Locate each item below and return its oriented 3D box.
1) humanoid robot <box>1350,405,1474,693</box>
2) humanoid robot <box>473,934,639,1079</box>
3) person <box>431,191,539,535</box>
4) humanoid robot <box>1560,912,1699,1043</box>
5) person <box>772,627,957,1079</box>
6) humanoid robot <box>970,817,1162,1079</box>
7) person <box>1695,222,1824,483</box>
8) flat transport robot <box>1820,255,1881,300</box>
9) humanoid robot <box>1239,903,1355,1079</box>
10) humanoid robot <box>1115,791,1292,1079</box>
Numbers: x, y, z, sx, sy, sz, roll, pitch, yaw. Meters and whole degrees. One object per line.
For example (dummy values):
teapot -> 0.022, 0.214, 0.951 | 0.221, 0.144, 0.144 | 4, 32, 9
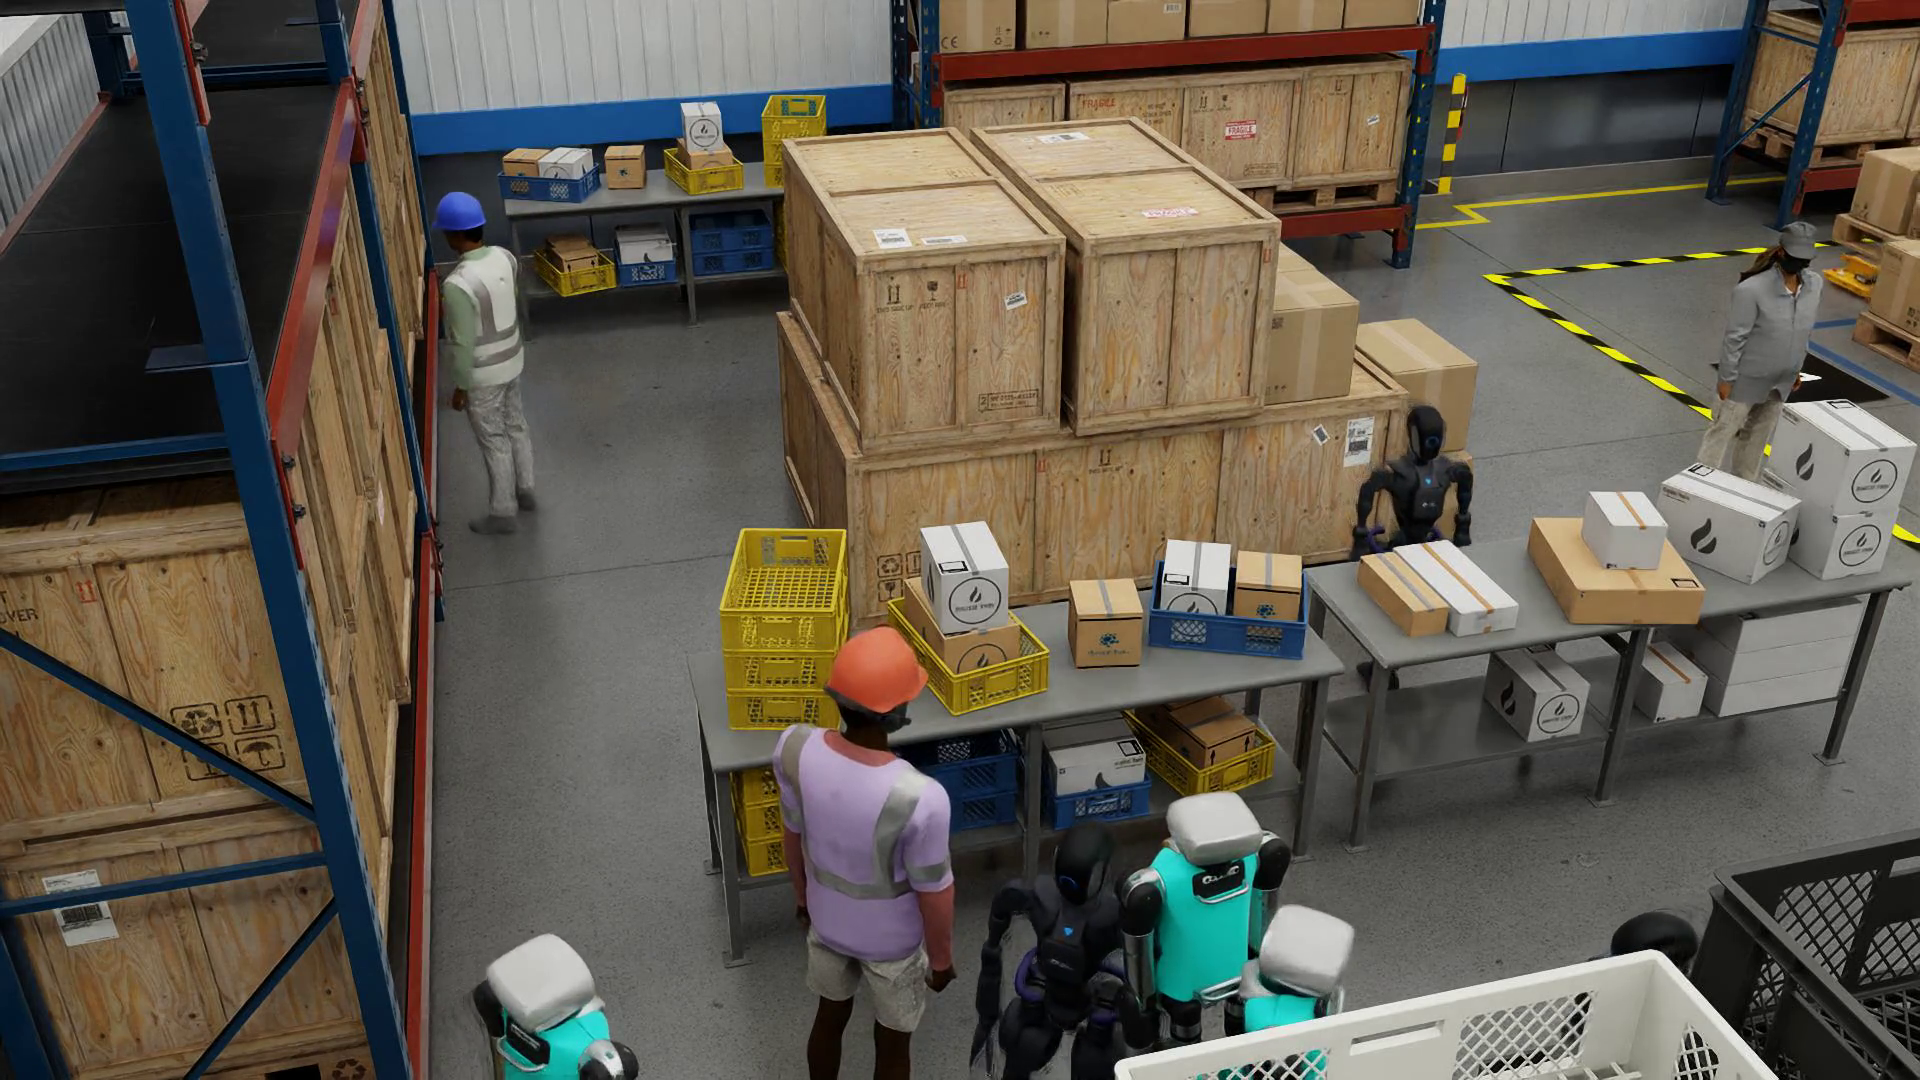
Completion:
humanoid robot -> 2.005, 0.140, 7.461 | 0.600, 1.632, 0.788 | -5, 29, -9
humanoid robot -> -1.118, 1.849, 4.247 | 0.538, 1.763, 0.922 | 22, 36, 34
person -> -2.590, -0.952, 9.108 | 0.401, 1.944, 0.610 | 6, 29, 10
humanoid robot -> 1.773, 1.715, 4.567 | 0.694, 1.635, 0.610 | -9, 30, -16
person -> -0.268, 1.161, 5.189 | 0.604, 2.037, 0.390 | 17, 33, 28
humanoid robot -> 0.325, 1.449, 5.031 | 0.635, 1.648, 0.424 | 11, 31, 18
person -> 4.434, -0.921, 9.233 | 0.572, 1.766, 0.396 | -9, 30, -16
flat transport robot -> 7.497, -2.073, 12.851 | 1.431, 0.197, 0.652 | -7, 30, -13
humanoid robot -> 1.065, 1.739, 4.401 | 0.749, 1.759, 0.537 | 8, 30, 15
humanoid robot -> 0.781, 1.557, 4.676 | 0.530, 1.703, 0.735 | -13, 32, -23
